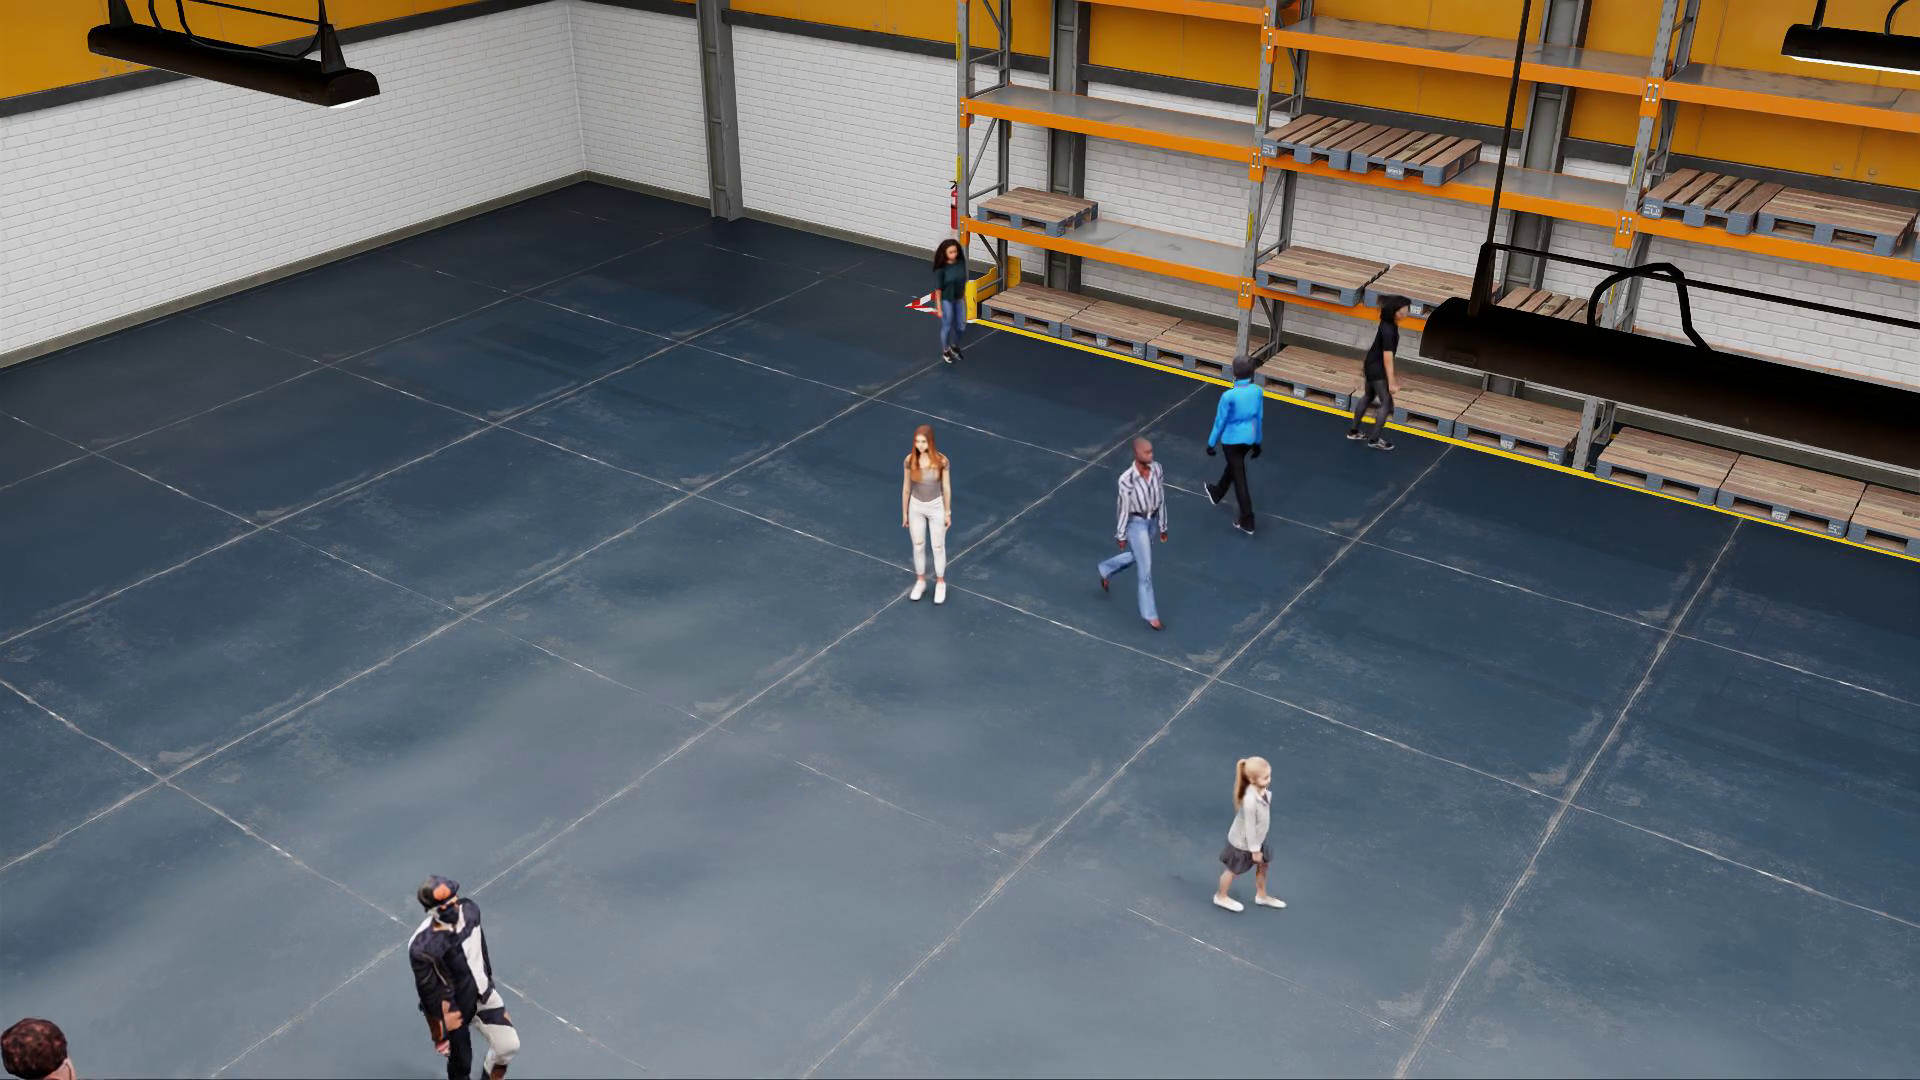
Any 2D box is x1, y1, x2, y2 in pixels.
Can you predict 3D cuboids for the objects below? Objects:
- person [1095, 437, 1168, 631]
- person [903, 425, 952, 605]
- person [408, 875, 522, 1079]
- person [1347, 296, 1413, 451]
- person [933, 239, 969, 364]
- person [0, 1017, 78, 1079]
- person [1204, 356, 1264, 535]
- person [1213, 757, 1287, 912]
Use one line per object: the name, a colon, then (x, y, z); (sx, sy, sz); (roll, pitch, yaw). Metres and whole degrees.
person: (1.527, -0.114, 14.663); (0.793, 1.760, 1.185); (-24, 37, -37)
person: (-0.286, -0.255, 14.966); (0.602, 1.718, 0.729); (5, 29, 8)
person: (-2.908, 2.630, 9.510); (0.667, 1.878, 0.725); (15, 32, 26)
person: (4.422, -1.800, 17.722); (0.876, 1.792, 0.827); (-2, 29, -3)
person: (-0.112, -2.863, 19.876); (0.747, 1.594, 0.803); (-15, 32, -25)
person: (-4.487, 3.174, 8.633); (1.019, 1.763, 0.973); (-6, 29, -11)
person: (2.742, -0.882, 16.096); (1.014, 1.737, 1.256); (-14, 31, -23)
person: (1.902, 1.997, 11.318); (0.713, 1.258, 0.547); (16, 32, 26)
